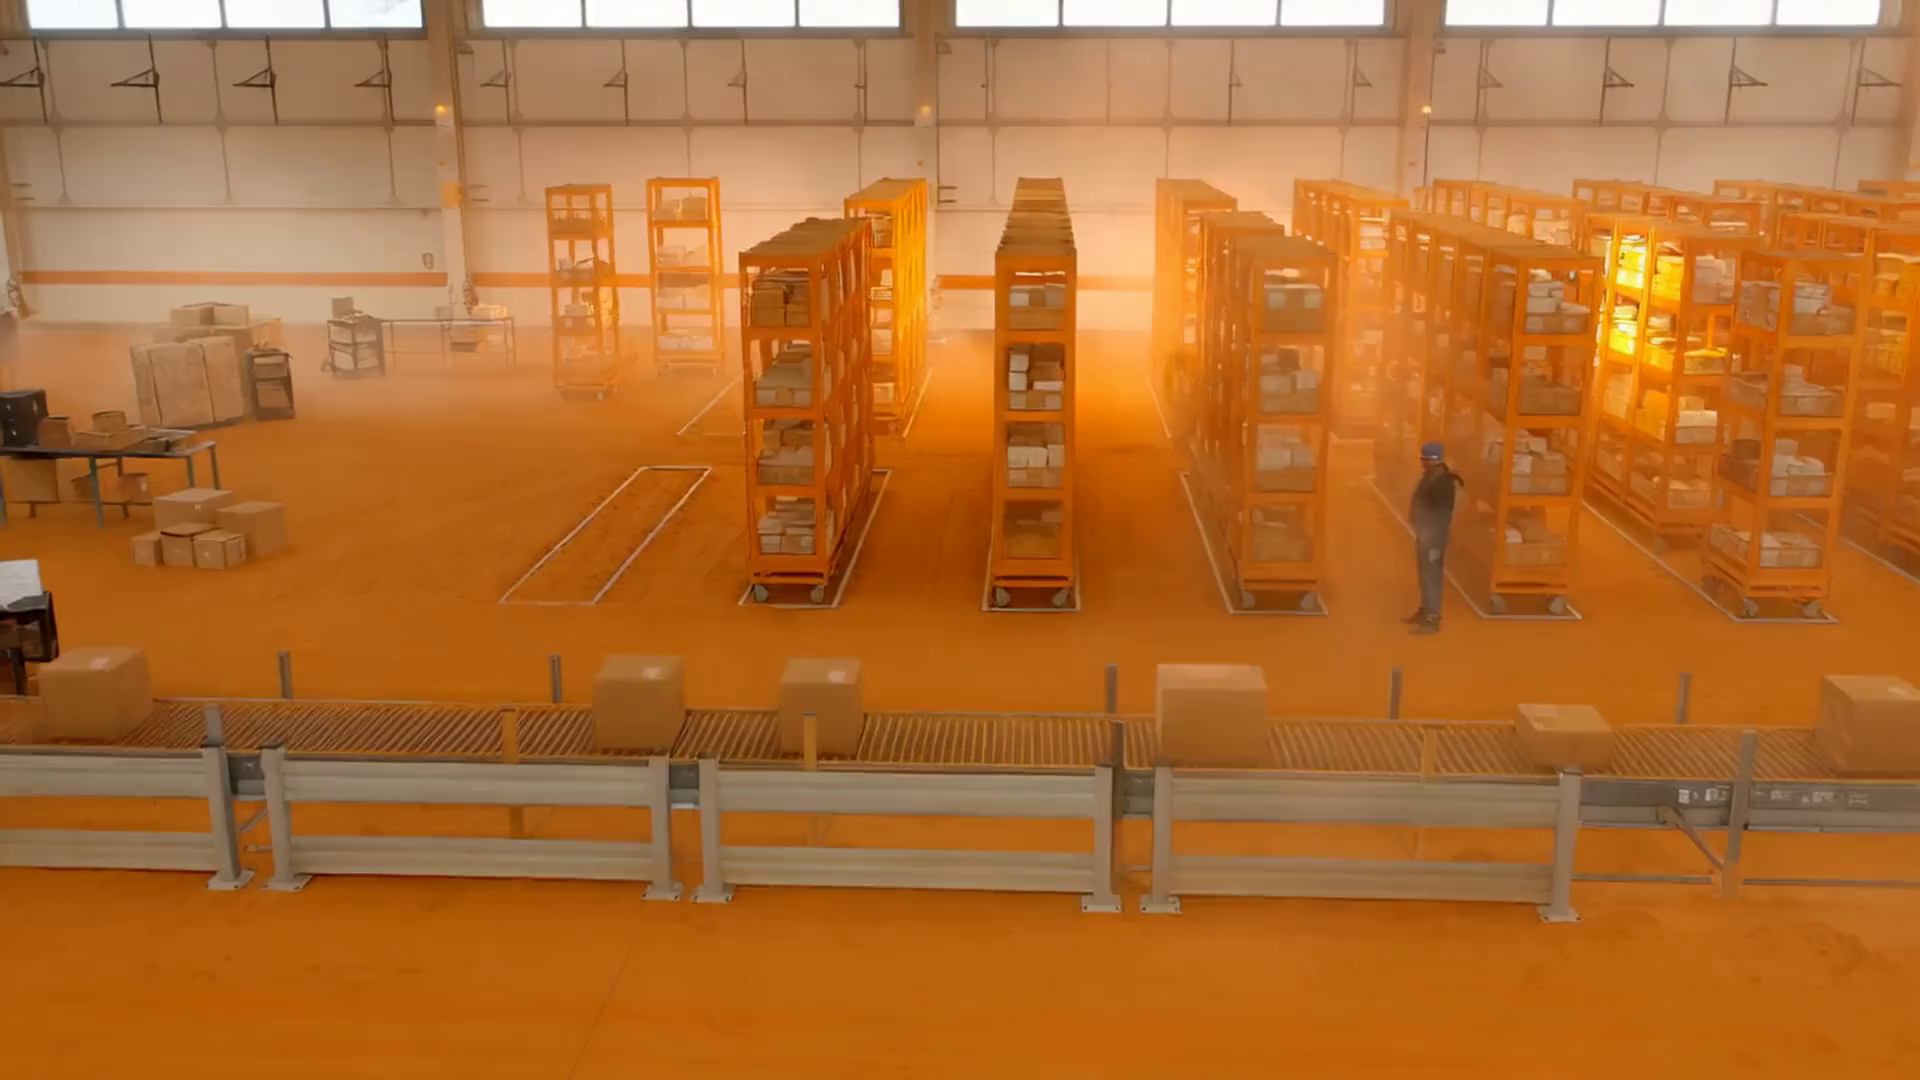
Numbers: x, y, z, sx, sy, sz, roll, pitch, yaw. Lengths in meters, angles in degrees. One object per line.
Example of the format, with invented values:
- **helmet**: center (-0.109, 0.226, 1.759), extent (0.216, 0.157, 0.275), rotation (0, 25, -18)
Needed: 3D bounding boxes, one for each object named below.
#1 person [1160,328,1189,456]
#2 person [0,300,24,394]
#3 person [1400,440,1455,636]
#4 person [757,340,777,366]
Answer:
- **person**: center (3.112, -2.134, 23.969), extent (0.373, 1.840, 0.570), rotation (1, 15, 3)
- **person**: center (-15.534, -2.981, 26.995), extent (0.403, 1.904, 0.651), rotation (1, 15, 3)
- **person**: center (4.504, -0.027, 16.031), extent (0.403, 1.904, 0.651), rotation (1, 15, 3)
- **person**: center (-3.214, -3.034, 27.518), extent (0.416, 1.740, 0.573), rotation (0, 15, -1)
